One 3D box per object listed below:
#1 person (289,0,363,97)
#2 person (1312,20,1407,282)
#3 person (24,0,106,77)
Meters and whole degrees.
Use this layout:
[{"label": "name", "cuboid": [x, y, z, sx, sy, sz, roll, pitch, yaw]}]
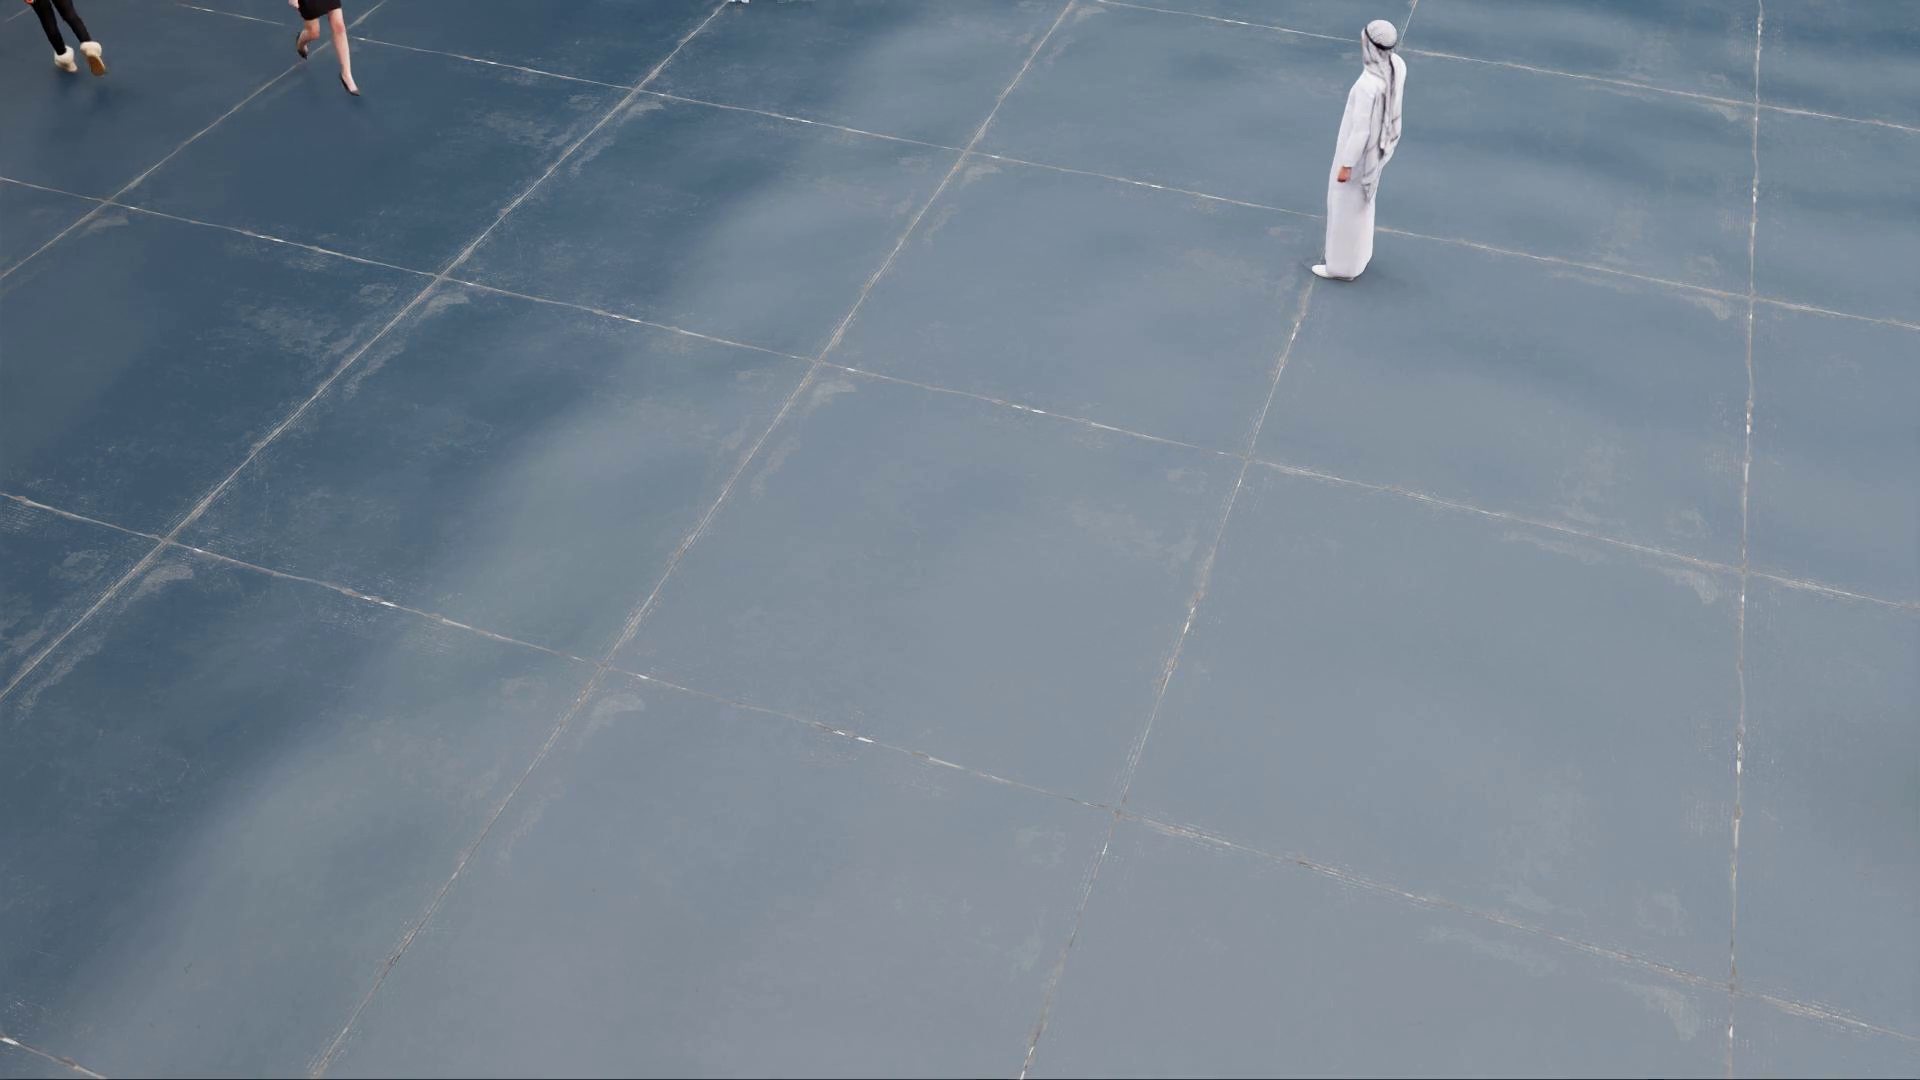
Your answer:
[{"label": "person", "cuboid": [-5.319, -4.517, 13.602, 1.036, 1.783, 0.820, 31, 51, 29]}, {"label": "person", "cuboid": [2.789, -2.684, 11.536, 0.702, 1.925, 0.753, 24, 48, 24]}, {"label": "person", "cuboid": [-7.568, -4.615, 13.812, 1.031, 1.641, 0.834, 33, 52, 30]}]
